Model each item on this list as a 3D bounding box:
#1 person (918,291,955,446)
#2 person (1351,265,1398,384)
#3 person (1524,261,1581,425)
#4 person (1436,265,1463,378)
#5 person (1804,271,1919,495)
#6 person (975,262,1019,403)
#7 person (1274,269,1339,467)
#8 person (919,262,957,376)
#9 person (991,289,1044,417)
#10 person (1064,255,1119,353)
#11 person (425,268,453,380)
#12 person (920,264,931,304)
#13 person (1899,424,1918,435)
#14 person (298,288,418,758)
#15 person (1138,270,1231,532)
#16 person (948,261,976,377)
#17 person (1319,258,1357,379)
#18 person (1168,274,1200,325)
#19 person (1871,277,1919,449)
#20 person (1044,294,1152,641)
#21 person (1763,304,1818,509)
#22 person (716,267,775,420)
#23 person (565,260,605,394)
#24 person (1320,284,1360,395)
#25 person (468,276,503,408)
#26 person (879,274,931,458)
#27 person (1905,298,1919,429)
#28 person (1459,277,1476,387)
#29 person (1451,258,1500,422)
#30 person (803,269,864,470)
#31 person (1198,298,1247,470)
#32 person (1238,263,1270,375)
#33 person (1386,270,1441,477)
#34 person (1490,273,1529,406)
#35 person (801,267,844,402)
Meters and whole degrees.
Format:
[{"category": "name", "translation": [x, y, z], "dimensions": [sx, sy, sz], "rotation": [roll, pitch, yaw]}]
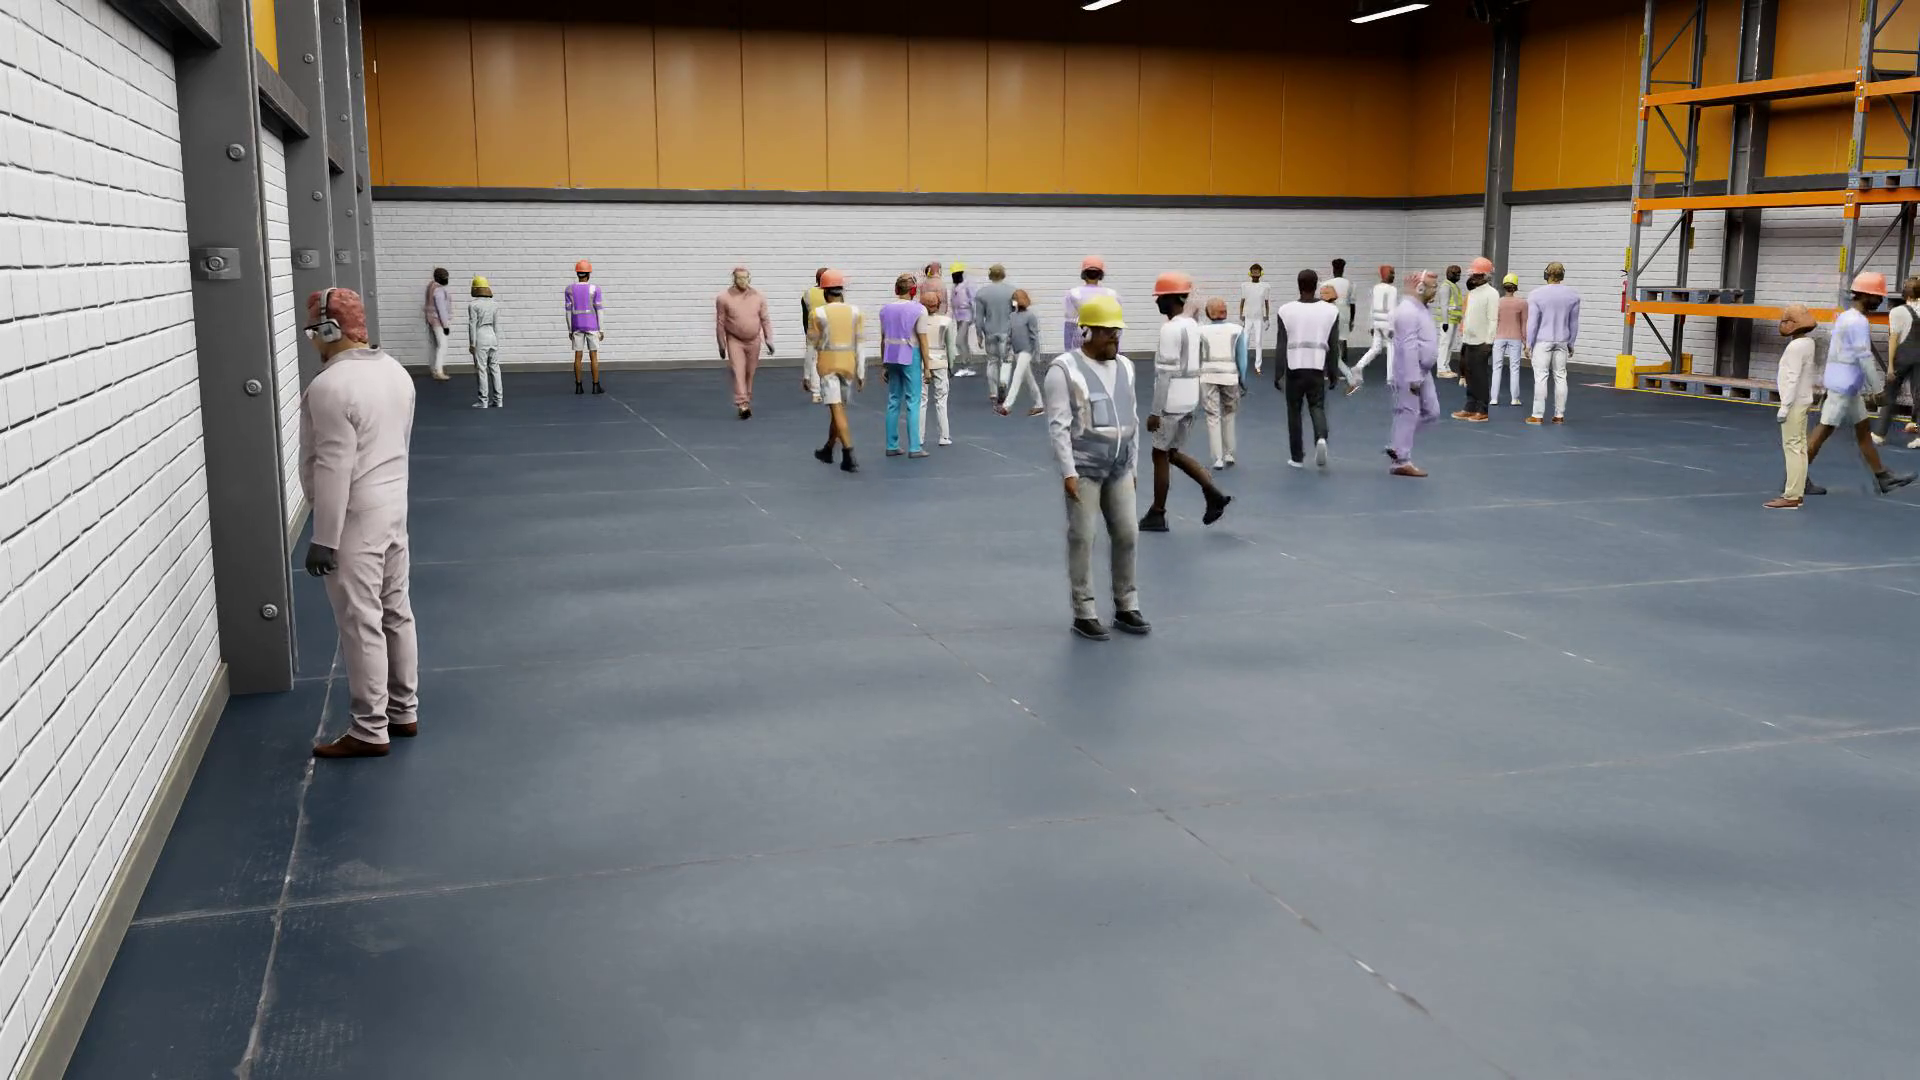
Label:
[{"category": "person", "translation": [-0.306, -1.807, 17.609], "dimensions": [0.514, 1.639, 0.308], "rotation": [1, 10, 6]}, {"category": "person", "translation": [6.497, -3.317, 25.732], "dimensions": [0.826, 1.860, 0.583], "rotation": [-4, 11, -23]}, {"category": "person", "translation": [7.013, -2.327, 19.750], "dimensions": [0.634, 1.939, 0.367], "rotation": [-1, 10, -5]}, {"category": "person", "translation": [8.052, -3.583, 27.308], "dimensions": [0.429, 1.839, 0.629], "rotation": [6, 11, 30]}, {"category": "person", "translation": [7.496, -1.283, 13.866], "dimensions": [1.022, 1.874, 0.544], "rotation": [4, 11, 22]}, {"category": "person", "translation": [0.510, -2.771, 22.398], "dimensions": [0.636, 1.916, 0.755], "rotation": [1, 10, 6]}, {"category": "person", "translation": [3.284, -1.607, 15.729], "dimensions": [0.598, 1.897, 0.621], "rotation": [0, 10, -1]}, {"category": "person", "translation": [-0.383, -3.669, 27.676], "dimensions": [0.642, 1.877, 0.666], "rotation": [-8, 12, -38]}, {"category": "person", "translation": [0.730, -2.317, 20.680], "dimensions": [0.874, 1.582, 0.521], "rotation": [-6, 12, -33]}, {"category": "person", "translation": [1.434, -2.128, 18.396], "dimensions": [0.633, 2.004, 0.919], "rotation": [-1, 10, -5]}, {"category": "person", "translation": [-8.448, -3.503, 26.981], "dimensions": [0.434, 1.810, 0.769], "rotation": [-5, 11, -28]}, {"category": "person", "translation": [-0.599, -3.709, 28.015], "dimensions": [0.509, 1.848, 0.609], "rotation": [0, 10, 3]}, {"category": "person", "translation": [10.948, -2.011, 18.300], "dimensions": [0.532, 1.819, 0.975], "rotation": [-7, 12, -37]}, {"category": "person", "translation": [-2.467, -0.066, 6.772], "dimensions": [0.407, 1.903, 0.639], "rotation": [2, 10, 9]}, {"category": "person", "translation": [1.586, -0.996, 12.096], "dimensions": [0.679, 1.921, 0.565], "rotation": [5, 11, 25]}, {"category": "person", "translation": [0.005, -3.613, 27.277], "dimensions": [0.638, 1.900, 0.633], "rotation": [-6, 11, -31]}, {"category": "person", "translation": [6.099, -3.572, 26.921], "dimensions": [0.612, 1.957, 0.379], "rotation": [0, 10, 0]}, {"category": "person", "translation": [3.035, -2.769, 22.849], "dimensions": [0.523, 1.744, 0.715], "rotation": [-4, 11, -21]}, {"category": "person", "translation": [9.962, -1.859, 17.470], "dimensions": [0.521, 1.797, 0.994], "rotation": [0, 10, -1]}, {"category": "person", "translation": [0.731, -0.383, 8.831], "dimensions": [0.615, 1.827, 0.446], "rotation": [-6, 11, -31]}, {"category": "person", "translation": [6.661, -1.062, 13.308], "dimensions": [0.279, 1.633, 0.497], "rotation": [8, 13, 39]}, {"category": "person", "translation": [-2.637, -2.422, 20.524], "dimensions": [0.659, 1.856, 0.973], "rotation": [-4, 11, -23]}, {"category": "person", "translation": [-5.425, -3.076, 24.092], "dimensions": [0.545, 1.938, 0.359], "rotation": [0, 10, 2]}, {"category": "person", "translation": [5.355, -2.871, 23.890], "dimensions": [0.826, 1.597, 0.500], "rotation": [7, 12, 34]}, {"category": "person", "translation": [-6.296, -2.609, 21.978], "dimensions": [0.334, 1.734, 0.480], "rotation": [6, 11, 30]}, {"category": "person", "translation": [-0.564, -1.733, 16.622], "dimensions": [0.568, 1.837, 0.394], "rotation": [7, 12, 35]}, {"category": "person", "translation": [11.251, -2.270, 19.128], "dimensions": [0.681, 2.000, 0.535], "rotation": [0, 10, 0]}, {"category": "person", "translation": [7.806, -3.177, 25.375], "dimensions": [0.318, 1.697, 0.534], "rotation": [0, 10, 0]}, {"category": "person", "translation": [6.286, -2.419, 20.207], "dimensions": [0.376, 1.972, 0.678], "rotation": [-2, 10, -11]}, {"category": "person", "translation": [-1.190, -1.620, 15.824], "dimensions": [0.561, 1.889, 1.027], "rotation": [-5, 11, -27]}, {"category": "person", "translation": [2.449, -1.490, 15.832], "dimensions": [0.531, 1.604, 0.683], "rotation": [0, 10, 2]}, {"category": "person", "translation": [4.946, -3.710, 27.972], "dimensions": [0.519, 1.867, 0.331], "rotation": [2, 10, 12]}, {"category": "person", "translation": [4.170, -1.514, 15.185], "dimensions": [0.420, 1.887, 0.645], "rotation": [6, 12, 32]}, {"category": "person", "translation": [7.328, -2.673, 22.255], "dimensions": [0.524, 1.769, 0.308], "rotation": [4, 11, 21]}, {"category": "person", "translation": [-1.835, -2.788, 22.699], "dimensions": [0.627, 1.845, 0.429], "rotation": [3, 10, 17]}]
